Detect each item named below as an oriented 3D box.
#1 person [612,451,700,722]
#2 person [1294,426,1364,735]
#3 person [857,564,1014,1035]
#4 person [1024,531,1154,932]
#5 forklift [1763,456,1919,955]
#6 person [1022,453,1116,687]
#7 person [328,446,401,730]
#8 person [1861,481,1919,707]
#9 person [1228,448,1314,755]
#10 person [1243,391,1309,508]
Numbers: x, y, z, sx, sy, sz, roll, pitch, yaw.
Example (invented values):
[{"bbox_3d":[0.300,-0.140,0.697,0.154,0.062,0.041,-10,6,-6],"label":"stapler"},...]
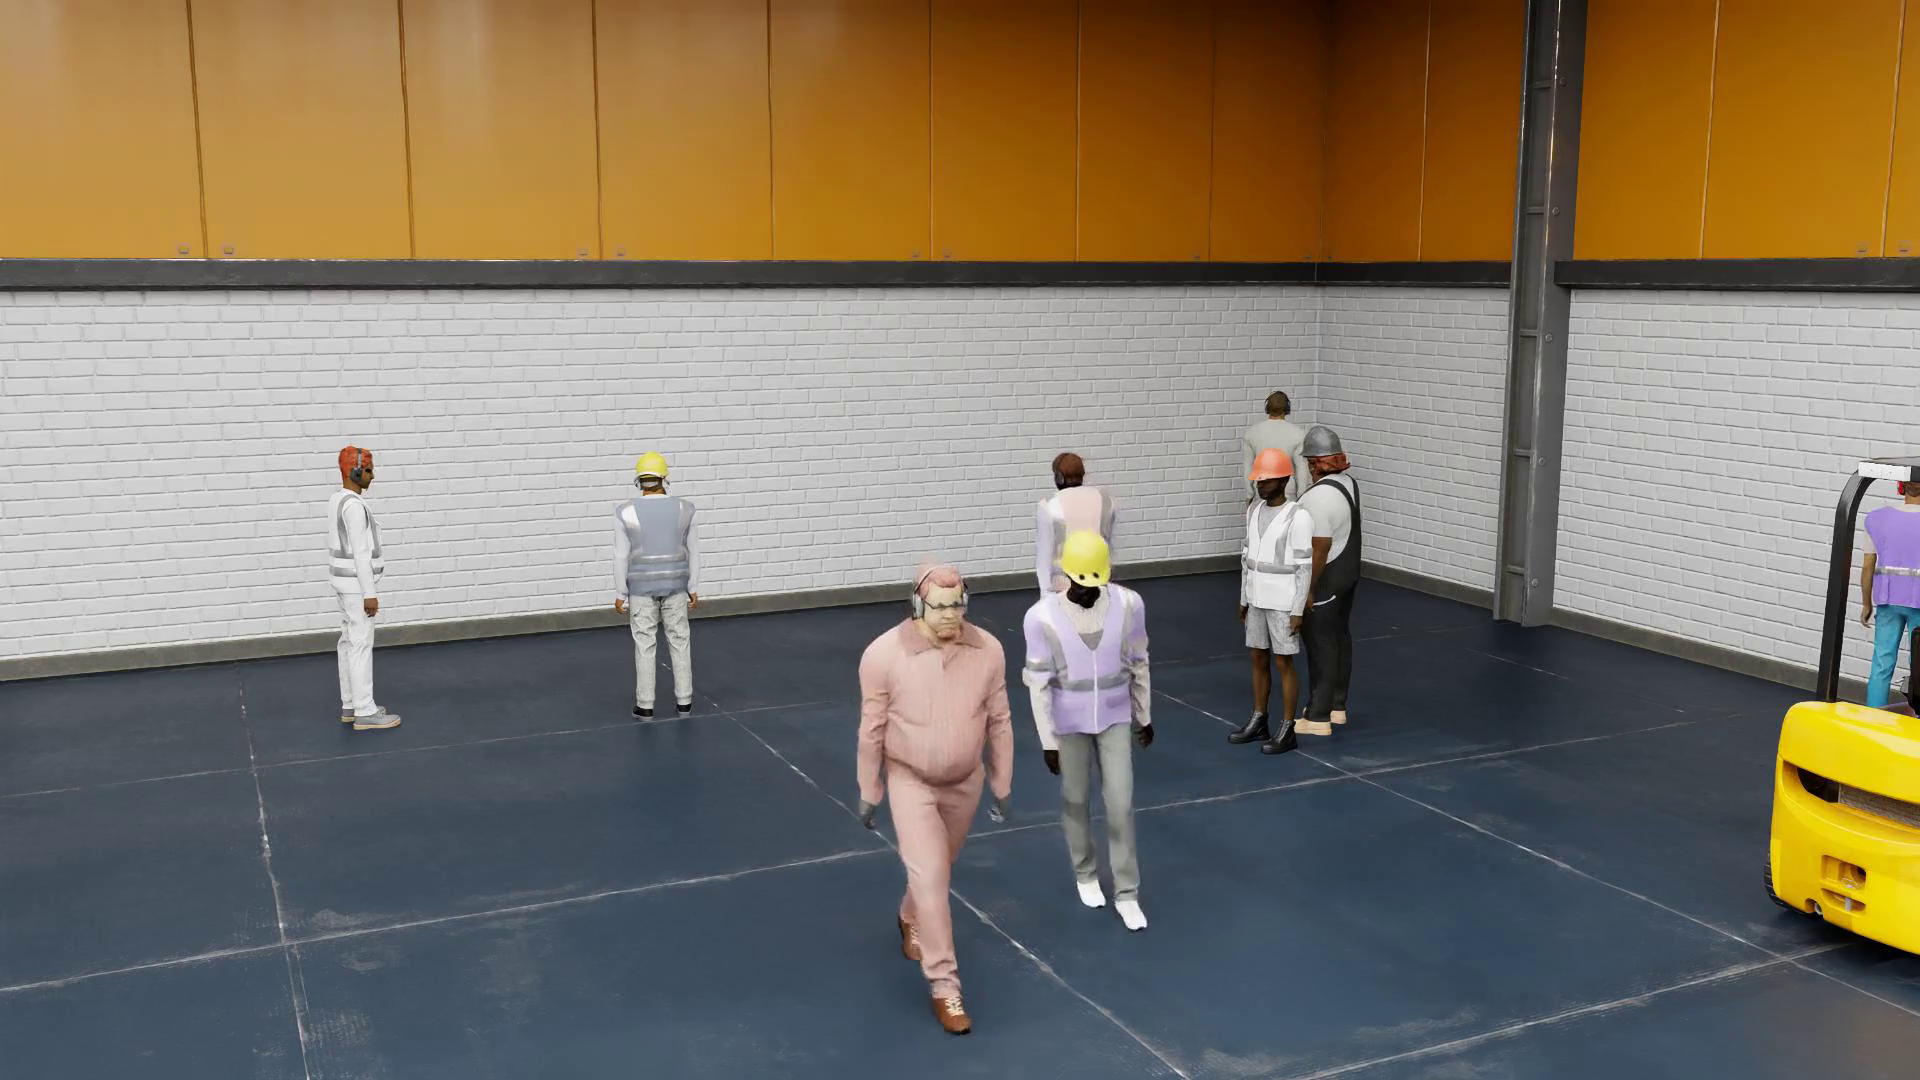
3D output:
[{"bbox_3d":[-2.059,0.315,11.268,0.592,1.828,0.404,-4,10,-22],"label":"person"},{"bbox_3d":[2.355,0.257,10.977,0.536,2.000,0.683,6,11,33],"label":"person"},{"bbox_3d":[-0.113,0.995,6.995,0.647,1.855,1.018,-4,10,-24],"label":"person"},{"bbox_3d":[0.623,0.869,7.720,0.651,1.862,0.794,-1,9,-6],"label":"person"},{"bbox_3d":[4.857,0.731,7.561,2.313,2.155,1.214,-4,10,-25],"label":"forklift"},{"bbox_3d":[0.771,0.283,11.591,0.631,1.788,0.978,-3,10,-19],"label":"person"},{"bbox_3d":[-4.009,0.315,11.092,0.355,1.887,0.574,-6,11,-34],"label":"person"},{"bbox_3d":[5.981,0.434,10.504,0.564,1.838,0.390,9,13,43],"label":"person"},{"bbox_3d":[1.957,0.382,10.520,0.363,1.934,0.552,-6,11,-33],"label":"person"},{"bbox_3d":[2.942,-0.423,15.507,0.630,1.940,0.370,5,10,28],"label":"person"}]
